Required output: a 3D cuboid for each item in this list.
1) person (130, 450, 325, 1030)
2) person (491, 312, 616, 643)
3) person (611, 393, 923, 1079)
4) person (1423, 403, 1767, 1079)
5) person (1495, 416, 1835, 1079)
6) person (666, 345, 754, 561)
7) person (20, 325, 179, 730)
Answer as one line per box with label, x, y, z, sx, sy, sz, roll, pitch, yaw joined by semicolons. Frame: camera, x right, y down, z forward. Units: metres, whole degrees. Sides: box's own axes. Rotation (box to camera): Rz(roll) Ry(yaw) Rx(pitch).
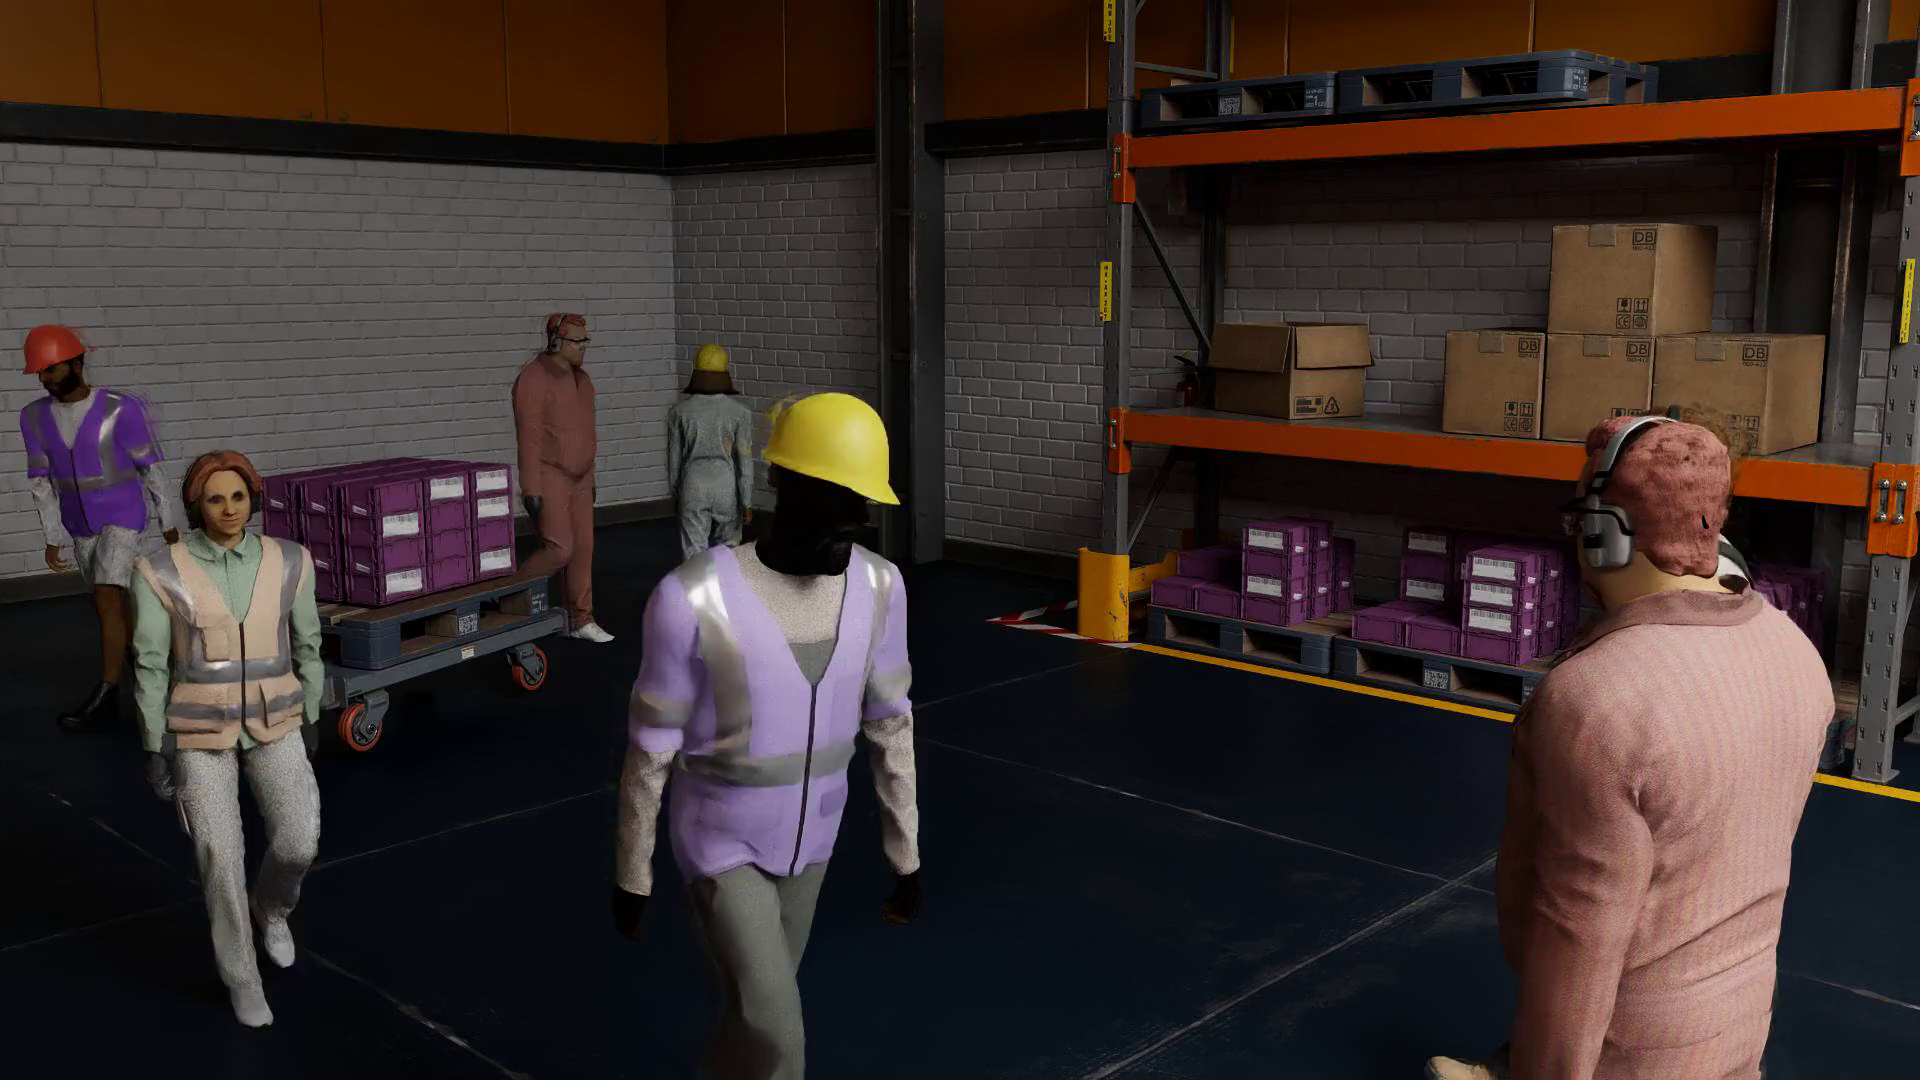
person;-2.047;0.553;4.691;0.519;1.628;0.411;-7;11;-36
person;-2.315;-0.337;9.340;0.624;1.888;0.683;3;10;18
person;-0.369;0.635;3.423;0.605;1.874;0.886;-8;13;-42
person;1.508;0.594;3.862;0.878;1.810;0.544;3;10;17
person;1.023;0.760;2.571;0.651;1.904;0.402;-7;12;-37
person;-1.417;-0.256;9.450;0.496;1.699;0.907;-1;9;-4
person;-4.071;-0.089;7.918;0.560;1.879;0.835;1;9;5
